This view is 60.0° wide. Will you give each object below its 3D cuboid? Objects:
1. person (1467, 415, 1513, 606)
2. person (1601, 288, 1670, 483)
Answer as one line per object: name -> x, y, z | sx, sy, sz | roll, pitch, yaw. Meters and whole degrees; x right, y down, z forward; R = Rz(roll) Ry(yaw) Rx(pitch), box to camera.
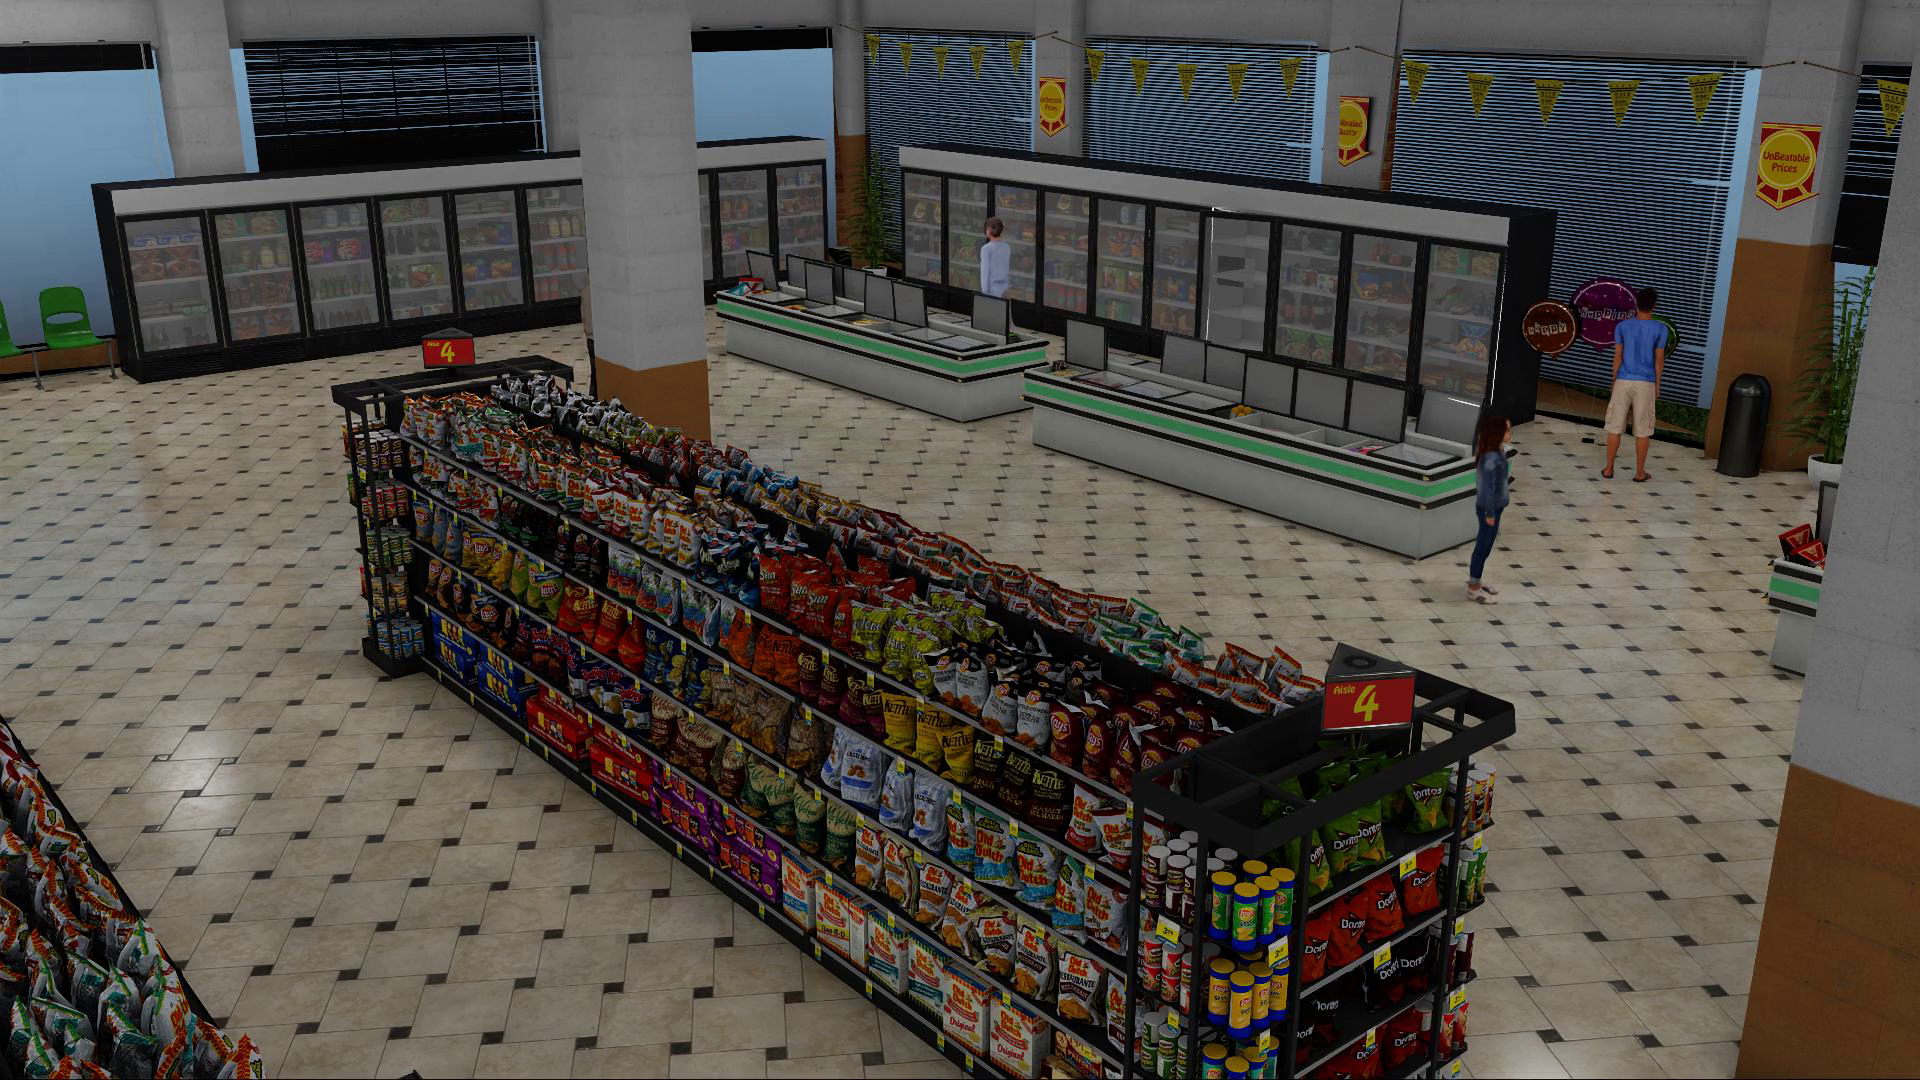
person -> 4.109, -0.253, 12.919 | 0.646, 1.476, 0.643 | 7, 20, 20
person -> 6.505, -1.500, 16.011 | 0.646, 1.864, 0.784 | 9, 21, 25
